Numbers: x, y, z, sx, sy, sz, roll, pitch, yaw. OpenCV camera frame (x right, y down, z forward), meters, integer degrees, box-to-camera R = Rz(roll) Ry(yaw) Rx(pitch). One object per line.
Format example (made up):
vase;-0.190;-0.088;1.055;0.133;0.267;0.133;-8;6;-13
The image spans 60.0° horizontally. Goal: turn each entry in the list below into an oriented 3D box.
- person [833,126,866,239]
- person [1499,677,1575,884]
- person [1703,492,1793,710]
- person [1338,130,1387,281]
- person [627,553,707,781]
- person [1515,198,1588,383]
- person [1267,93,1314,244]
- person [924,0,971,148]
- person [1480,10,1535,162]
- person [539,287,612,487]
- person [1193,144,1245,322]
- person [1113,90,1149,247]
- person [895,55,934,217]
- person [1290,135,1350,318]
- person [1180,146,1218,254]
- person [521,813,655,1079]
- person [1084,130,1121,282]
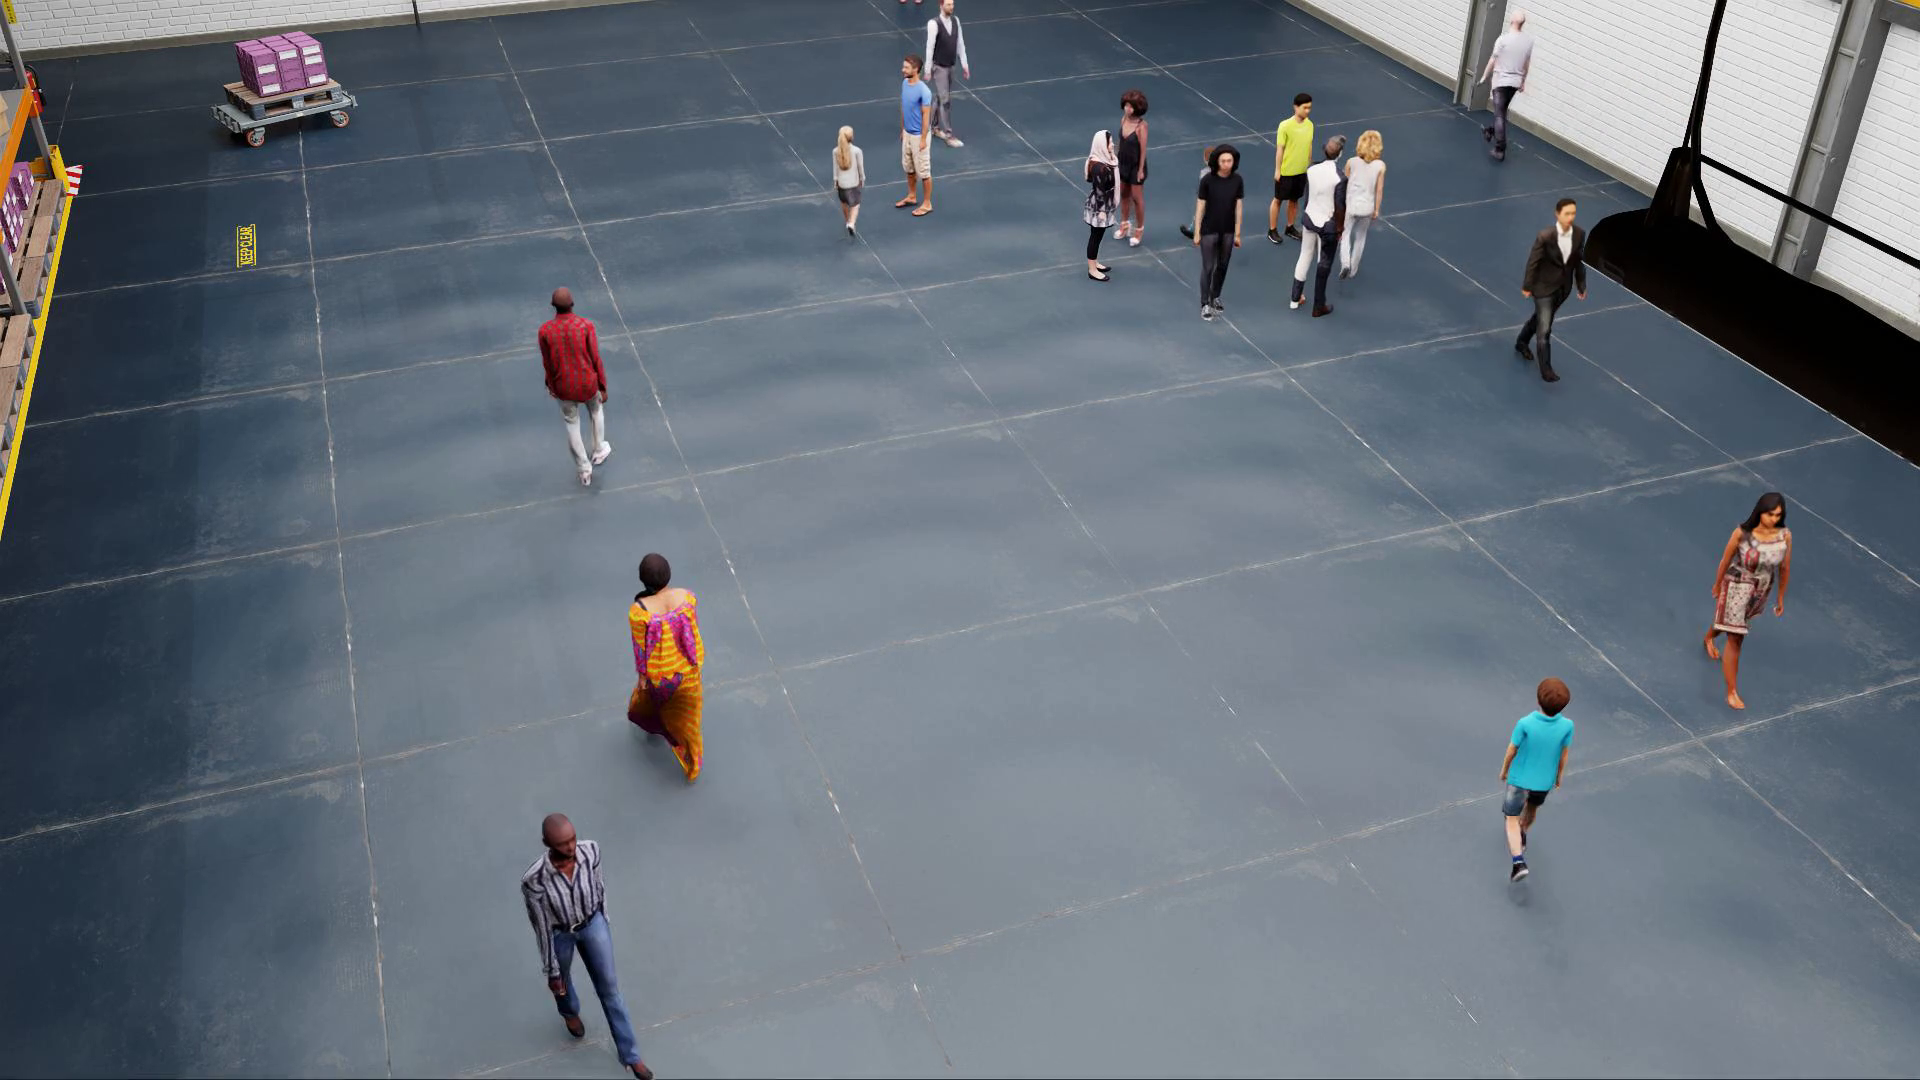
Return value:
person;-1.273;-4.082;18.966;0.736;1.262;0.878;5;34;7
person;3.603;1.505;10.409;0.732;1.430;0.958;1;34;2
person;5.669;0.325;12.046;0.889;1.583;1.229;0;34;0
person;4.256;-3.550;17.808;0.844;1.659;0.953;8;34;11
person;-1.953;0.851;11.204;0.799;1.640;1.179;-18;38;-25
person;5.685;-2.476;16.102;0.711;1.759;1.126;-10;35;-14
person;3.731;-4.211;18.758;0.626;1.708;0.542;-14;36;-20
person;-0.282;-6.104;21.420;1.122;1.913;0.936;27;42;34
person;6.889;-5.674;20.883;0.718;1.791;1.151;-9;35;-13
person;-3.304;-1.292;14.280;0.822;1.805;0.950;-3;34;-5
person;2.657;-3.227;17.160;0.700;1.838;0.723;-5;34;-7
person;1.931;-4.177;18.639;0.698;1.782;0.605;-26;42;-33
person;-0.509;-4.755;19.436;0.778;1.862;0.613;-23;40;-30
person;3.719;-3.247;17.144;0.806;1.889;0.660;-26;41;-33
person;2.824;-3.779;18.599;0.547;1.165;0.823;-18;38;-25
person;-2.185;2.148;9.147;0.880;1.756;1.160;-23;40;-31
person;1.512;-3.626;17.941;0.802;1.638;0.713;5;34;8
